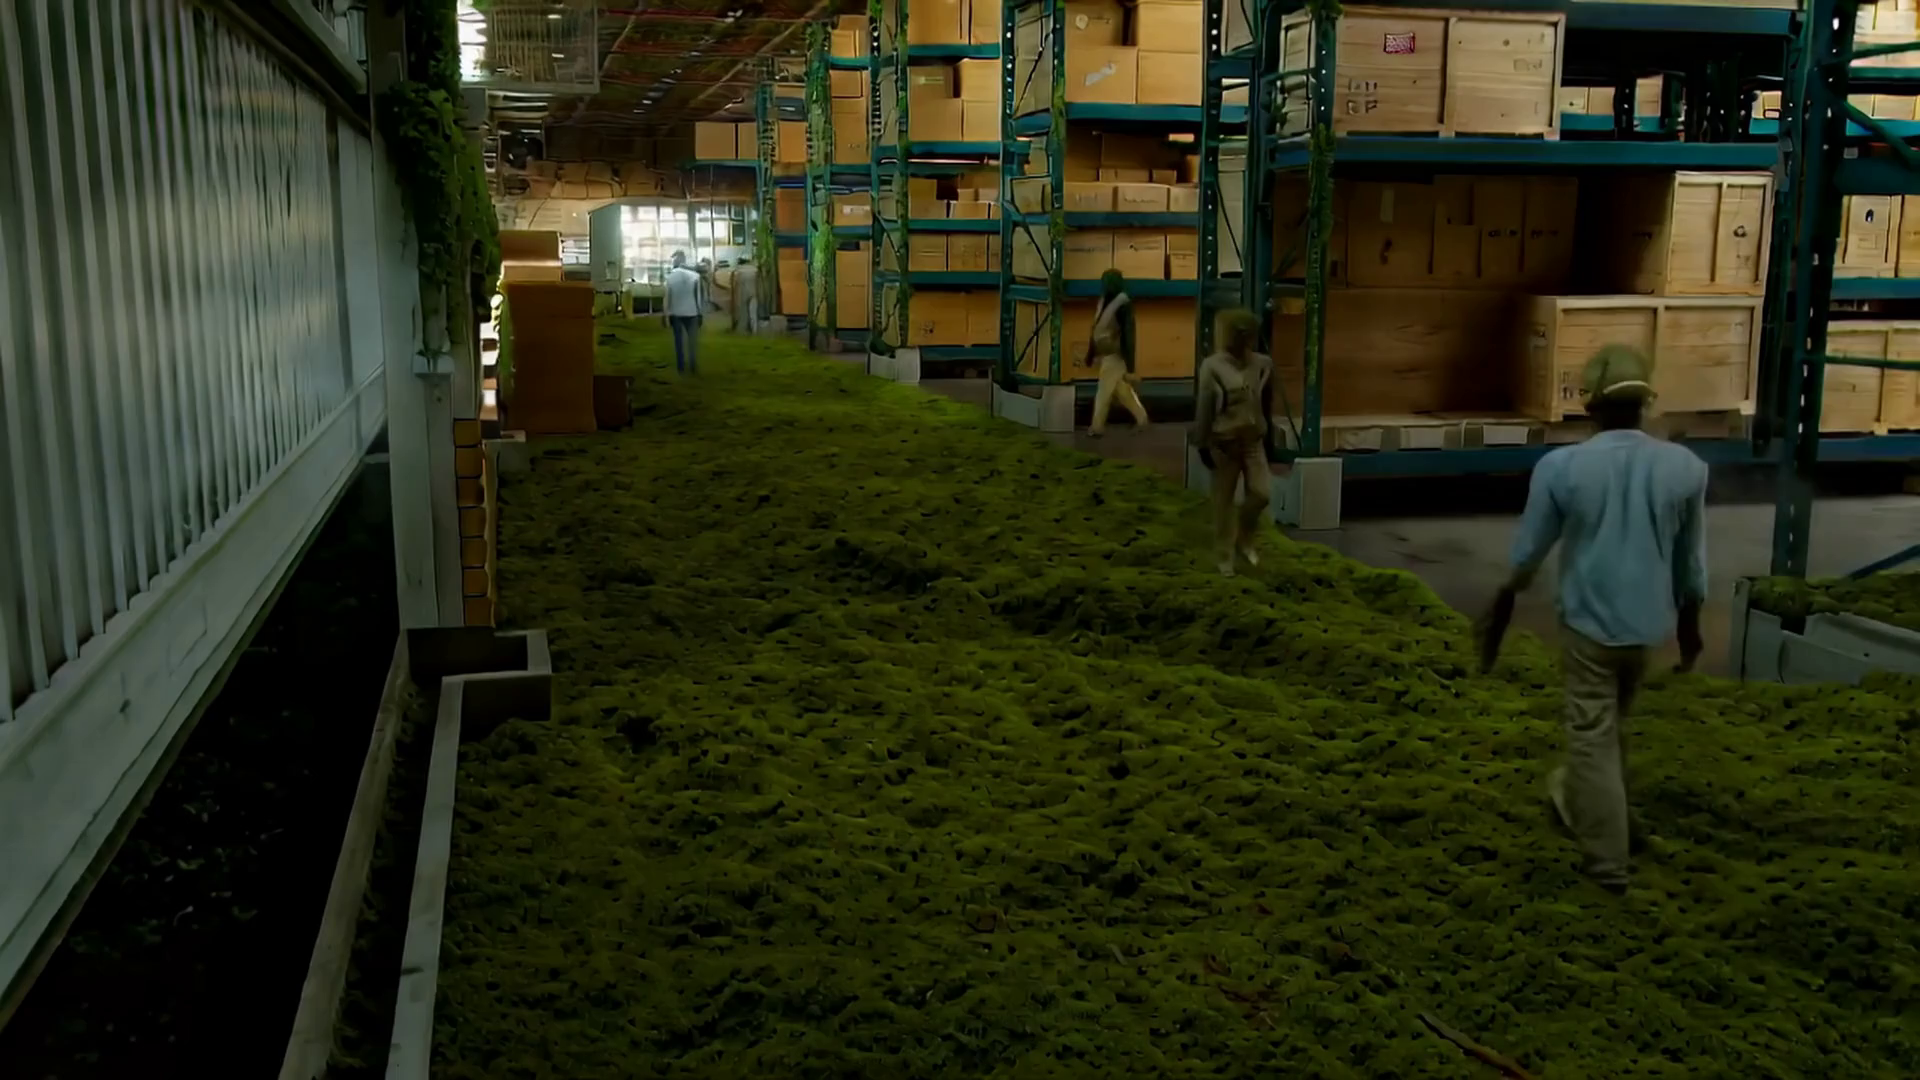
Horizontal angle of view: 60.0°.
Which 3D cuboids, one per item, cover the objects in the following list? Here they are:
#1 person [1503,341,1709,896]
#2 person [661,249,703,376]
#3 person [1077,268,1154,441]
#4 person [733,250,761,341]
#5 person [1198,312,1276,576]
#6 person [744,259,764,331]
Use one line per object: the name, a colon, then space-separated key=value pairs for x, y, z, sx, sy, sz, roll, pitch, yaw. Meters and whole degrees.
person: x=2.048 y=0.216 z=5.428 sx=0.591 sy=1.711 sz=0.840 roll=-1 pitch=10 yaw=-6
person: x=-4.366 y=-3.556 z=26.058 sx=0.641 sy=1.975 sz=0.529 roll=-5 pitch=11 yaw=-25
person: x=1.669 y=-1.959 z=17.508 sx=0.910 sy=1.804 sz=0.624 roll=-3 pitch=10 yaw=-17
person: x=-4.579 y=-5.277 z=35.926 sx=0.636 sy=1.949 sz=1.023 roll=-4 pitch=11 yaw=-22
person: x=1.697 y=-0.578 z=10.199 sx=0.513 sy=1.629 sz=0.367 roll=-1 pitch=10 yaw=-7
person: x=-4.927 y=-5.873 z=39.897 sx=0.832 sy=1.733 sz=0.520 roll=-2 pitch=10 yaw=-13
